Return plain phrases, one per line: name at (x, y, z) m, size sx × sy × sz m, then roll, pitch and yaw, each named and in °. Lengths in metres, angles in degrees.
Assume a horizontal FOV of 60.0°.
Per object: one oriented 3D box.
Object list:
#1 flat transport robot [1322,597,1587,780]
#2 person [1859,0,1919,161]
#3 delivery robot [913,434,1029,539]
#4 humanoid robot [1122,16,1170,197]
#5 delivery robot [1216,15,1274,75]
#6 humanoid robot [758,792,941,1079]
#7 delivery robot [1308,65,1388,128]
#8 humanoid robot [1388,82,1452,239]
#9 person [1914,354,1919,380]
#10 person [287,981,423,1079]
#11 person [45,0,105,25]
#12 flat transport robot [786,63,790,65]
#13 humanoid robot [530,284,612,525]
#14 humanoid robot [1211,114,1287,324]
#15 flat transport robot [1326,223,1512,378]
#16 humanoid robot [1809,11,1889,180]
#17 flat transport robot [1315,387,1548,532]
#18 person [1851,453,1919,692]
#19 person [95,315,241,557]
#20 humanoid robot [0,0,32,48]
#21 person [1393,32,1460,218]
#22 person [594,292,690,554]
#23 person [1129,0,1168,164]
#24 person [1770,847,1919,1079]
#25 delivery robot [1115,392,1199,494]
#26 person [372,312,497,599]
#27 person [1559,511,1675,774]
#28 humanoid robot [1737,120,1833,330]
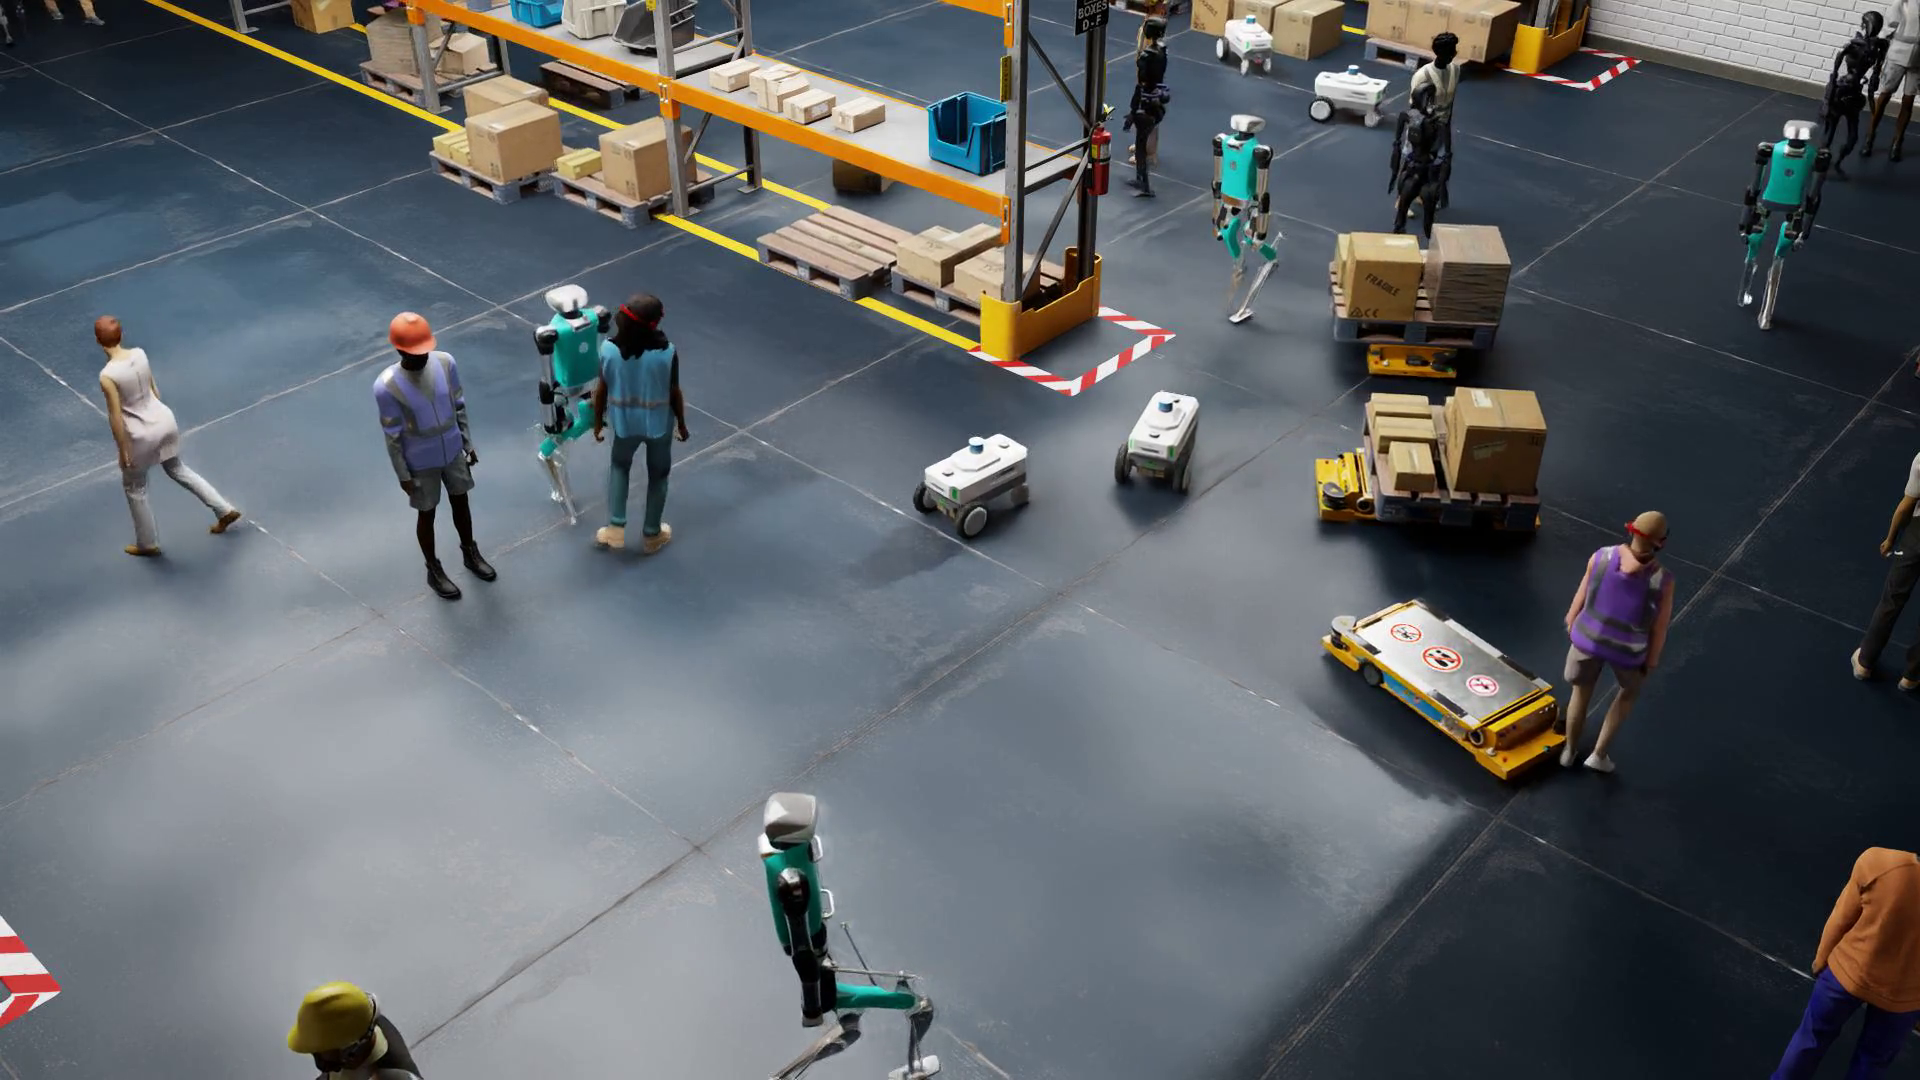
flat transport robot at (2.841, 0.810, 9.637) m, size 0.659 × 0.231 × 1.431 m, roll -21°, pitch 40°, yaw -27°
person at (9.154, -4.634, 16.070) m, size 0.547 × 1.925 × 0.387 m, roll 13°, pitch 37°, yaw 19°
delivery robot at (0.093, -0.400, 11.140) m, size 0.779 × 0.597 × 0.499 m, roll -27°, pitch 43°, yaw -34°
humanoid robot at (1.709, -4.011, 15.379) m, size 0.375 × 1.650 × 0.589 m, roll 18°, pitch 39°, yaw 25°
delivery robot at (3.229, -5.564, 18.613) m, size 0.499 × 0.587 × 0.766 m, roll -8°, pitch 35°, yaw -11°
humanoid robot at (-0.426, 1.763, 7.030) m, size 1.053 × 1.787 × 0.547 m, roll -6°, pitch 35°, yaw -9°
delivery robot at (4.042, -4.618, 17.239) m, size 0.767 × 0.583 × 0.499 m, roll 14°, pitch 37°, yaw 20°
humanoid robot at (3.935, -3.061, 14.055) m, size 0.660 × 1.655 × 0.614 m, roll -20°, pitch 39°, yaw -26°
person at (7.533, -2.004, 12.395) m, size 0.307 × 1.768 × 0.522 m, roll 18°, pitch 39°, yaw 24°
person at (-2.120, 2.277, 6.144) m, size 0.403 × 1.828 × 0.592 m, roll -21°, pitch 40°, yaw -28°
person at (-10.689, -6.974, 19.635) m, size 0.774 × 1.714 × 0.542 m, roll 21°, pitch 40°, yaw 27°
flat transport robot at (-2.568, -5.189, 18.328) m, size 1.431 × 0.231 × 0.659 m, roll 24°, pitch 41°, yaw 30°
humanoid robot at (-2.612, -0.877, 10.860) m, size 0.796 × 1.851 × 0.537 m, roll 28°, pitch 44°, yaw 34°
humanoid robot at (2.312, -2.507, 13.228) m, size 0.683 × 1.884 × 0.560 m, roll -29°, pitch 44°, yaw -35°
flat transport robot at (3.553, -1.714, 13.293) m, size 0.659 × 0.231 × 1.431 m, roll 4°, pitch 35°, yaw 5°
humanoid robot at (8.327, -4.169, 15.617) m, size 0.588 × 1.634 × 0.374 m, roll -10°, pitch 36°, yaw -14°
flat transport robot at (3.164, -0.343, 11.307) m, size 1.431 × 0.231 × 0.659 m, roll 4°, pitch 35°, yaw 5°
person at (5.478, 0.046, 9.356) m, size 0.503 × 1.846 × 0.345 m, roll 19°, pitch 39°, yaw 25°
person at (-5.117, -0.648, 10.547) m, size 0.594 × 1.631 × 0.517 m, roll 10°, pitch 36°, yaw 14°
humanoid robot at (-10.970, -6.492, 19.013) m, size 0.599 × 1.626 × 0.765 m, roll -17°, pitch 38°, yaw -23°
person at (4.228, -3.745, 14.986) m, size 0.534 × 1.693 × 0.321 m, roll -20°, pitch 39°, yaw -27°
person at (-2.061, -0.712, 10.468) m, size 0.683 × 1.836 × 0.369 m, roll 2°, pitch 35°, yaw 3°
person at (1.825, -4.513, 16.020) m, size 0.308 × 1.778 × 0.462 m, roll 4°, pitch 35°, yaw 6°
person at (3.748, 1.770, 6.752) m, size 0.516 × 1.973 × 0.400 m, roll 23°, pitch 41°, yaw 29°
delivery robot at (1.407, -0.697, 11.583) m, size 0.499 × 0.611 × 0.792 m, roll 13°, pitch 37°, yaw 17°
person at (-3.188, -0.517, 10.104) m, size 0.385 × 1.929 × 0.543 m, roll 28°, pitch 43°, yaw 34°
person at (3.414, 0.560, 8.756) m, size 0.523 × 1.684 × 0.382 m, roll 21°, pitch 40°, yaw 28°
humanoid robot at (6.480, -2.513, 13.240) m, size 0.545 × 1.871 × 0.846 m, roll 16°, pitch 38°, yaw 21°
